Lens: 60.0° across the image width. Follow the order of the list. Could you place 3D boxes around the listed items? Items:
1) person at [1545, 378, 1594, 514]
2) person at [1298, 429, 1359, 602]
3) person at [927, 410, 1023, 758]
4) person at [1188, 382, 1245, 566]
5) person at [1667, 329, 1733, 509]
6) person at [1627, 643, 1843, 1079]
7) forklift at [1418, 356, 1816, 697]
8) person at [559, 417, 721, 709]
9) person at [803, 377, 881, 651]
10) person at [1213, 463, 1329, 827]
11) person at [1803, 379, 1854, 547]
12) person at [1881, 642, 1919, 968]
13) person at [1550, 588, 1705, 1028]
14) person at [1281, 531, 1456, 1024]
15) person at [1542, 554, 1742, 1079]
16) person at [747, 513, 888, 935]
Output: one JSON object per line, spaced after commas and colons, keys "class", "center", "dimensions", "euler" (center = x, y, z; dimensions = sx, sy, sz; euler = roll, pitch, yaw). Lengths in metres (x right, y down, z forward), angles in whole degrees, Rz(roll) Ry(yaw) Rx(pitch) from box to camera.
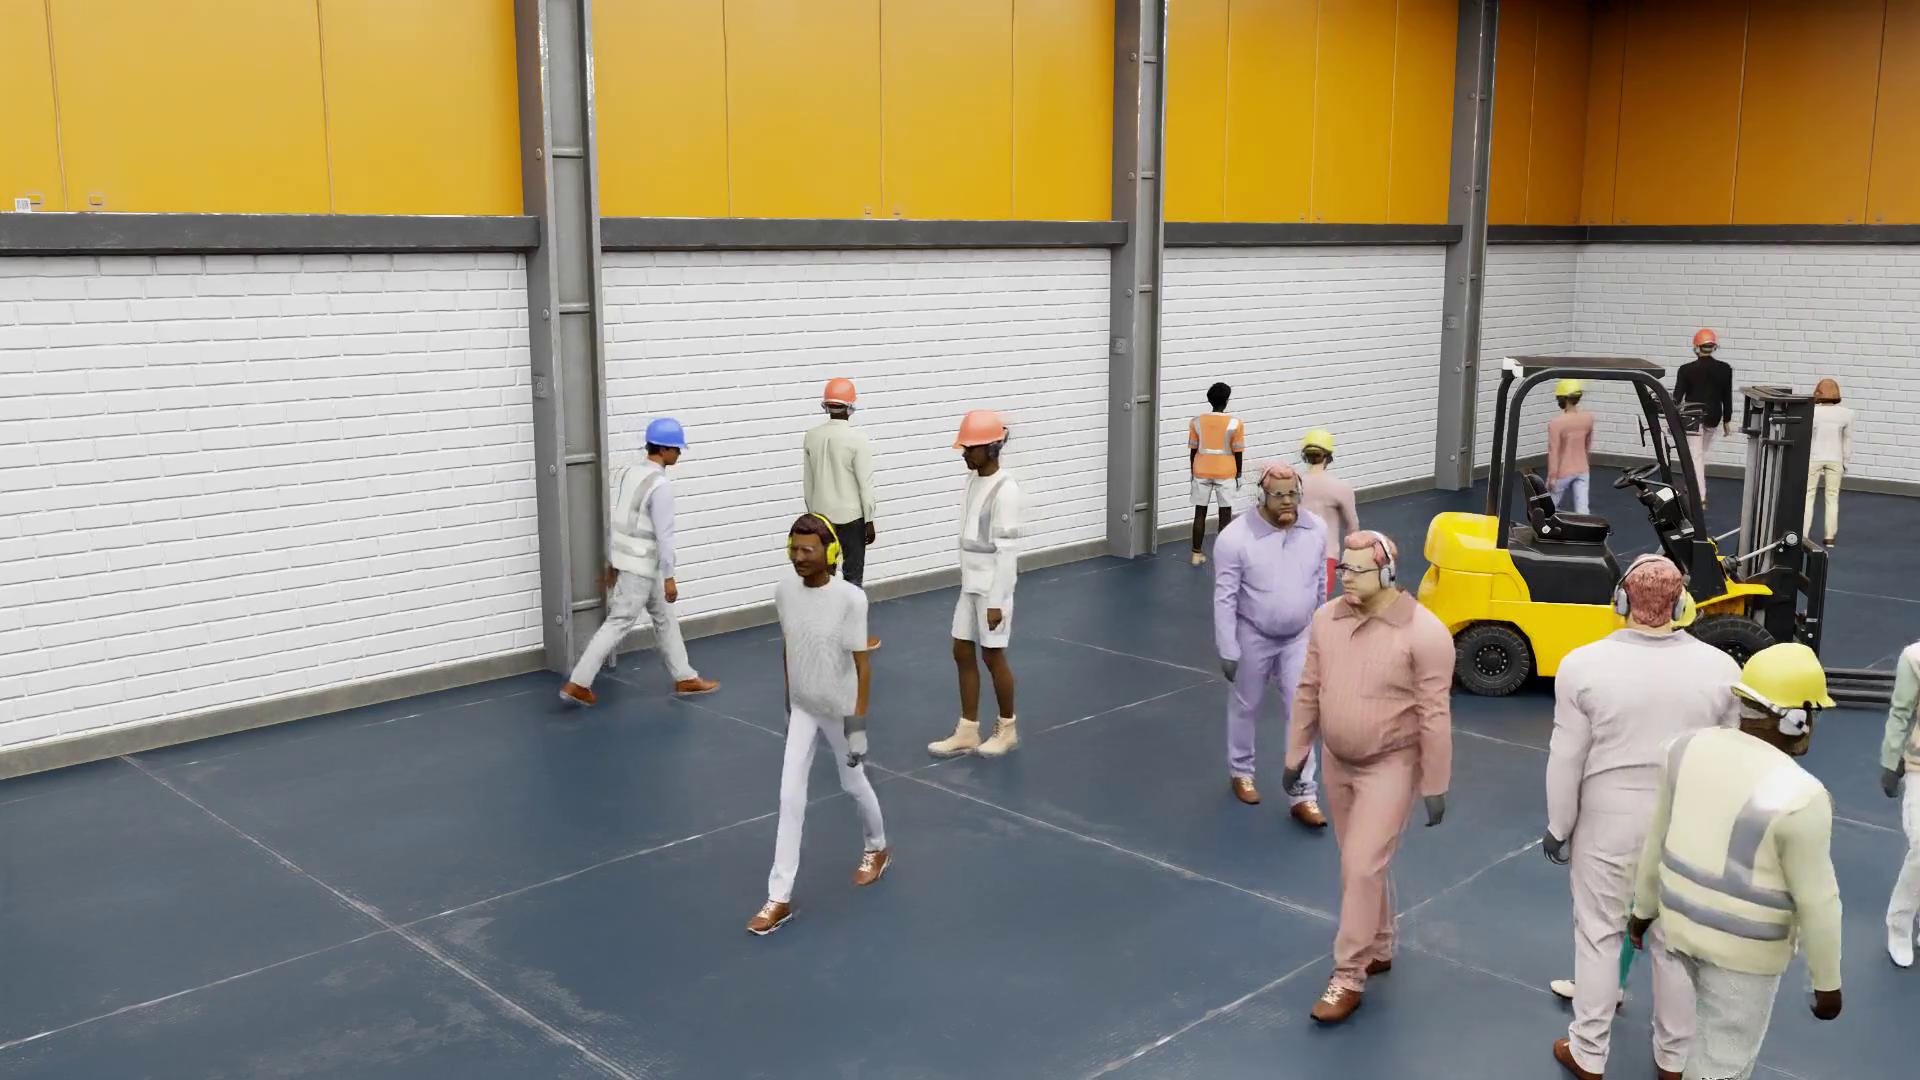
{"class": "person", "center": [5.543, -0.612, 15.153], "dimensions": [0.534, 1.759, 0.673], "euler": [-3, 11, -18]}
{"class": "person", "center": [2.366, 0.113, 11.226], "dimensions": [0.522, 1.712, 0.938], "euler": [8, 13, 37]}
{"class": "person", "center": [0.111, 0.265, 9.542], "dimensions": [0.521, 2.032, 0.650], "euler": [-5, 11, -23]}
{"class": "person", "center": [2.324, -0.587, 15.106], "dimensions": [0.530, 1.688, 0.322], "euler": [5, 11, 23]}
{"class": "person", "center": [8.196, -1.365, 18.588], "dimensions": [0.647, 1.960, 0.905], "euler": [-1, 10, -5]}
{"class": "person", "center": [2.378, 1.195, 5.072], "dimensions": [0.565, 1.807, 0.666], "euler": [-3, 11, -18]}
{"class": "forklift", "center": [4.276, -0.101, 11.076], "dimensions": [2.313, 2.155, 1.214], "euler": [2, 11, 13]}
{"class": "person", "center": [-2.094, 0.155, 10.612], "dimensions": [1.055, 1.870, 0.619], "euler": [-5, 11, -25]}
{"class": "person", "center": [-0.857, -0.179, 12.040], "dimensions": [0.614, 1.997, 0.374], "euler": [7, 12, 33]}
{"class": "person", "center": [1.625, 0.526, 8.553], "dimensions": [0.658, 1.859, 0.918], "euler": [-2, 11, -11]}
{"class": "person", "center": [8.357, -0.745, 16.135], "dimensions": [0.507, 1.633, 0.295], "euler": [3, 11, 15]}
{"class": "person", "center": [4.047, 0.973, 6.768], "dimensions": [0.505, 1.620, 0.429], "euler": [2, 11, 8]}
{"class": "person", "center": [2.583, 1.004, 6.245], "dimensions": [0.751, 1.738, 0.565], "euler": [4, 11, 20]}
{"class": "person", "center": [1.506, 0.901, 6.477], "dimensions": [0.812, 1.877, 0.677], "euler": [-7, 13, -35]}
{"class": "person", "center": [2.386, 0.995, 5.888], "dimensions": [0.643, 1.908, 0.399], "euler": [1, 10, 7]}
{"class": "person", "center": [-0.588, 0.759, 7.438], "dimensions": [0.537, 1.820, 0.989], "euler": [5, 12, 27]}
